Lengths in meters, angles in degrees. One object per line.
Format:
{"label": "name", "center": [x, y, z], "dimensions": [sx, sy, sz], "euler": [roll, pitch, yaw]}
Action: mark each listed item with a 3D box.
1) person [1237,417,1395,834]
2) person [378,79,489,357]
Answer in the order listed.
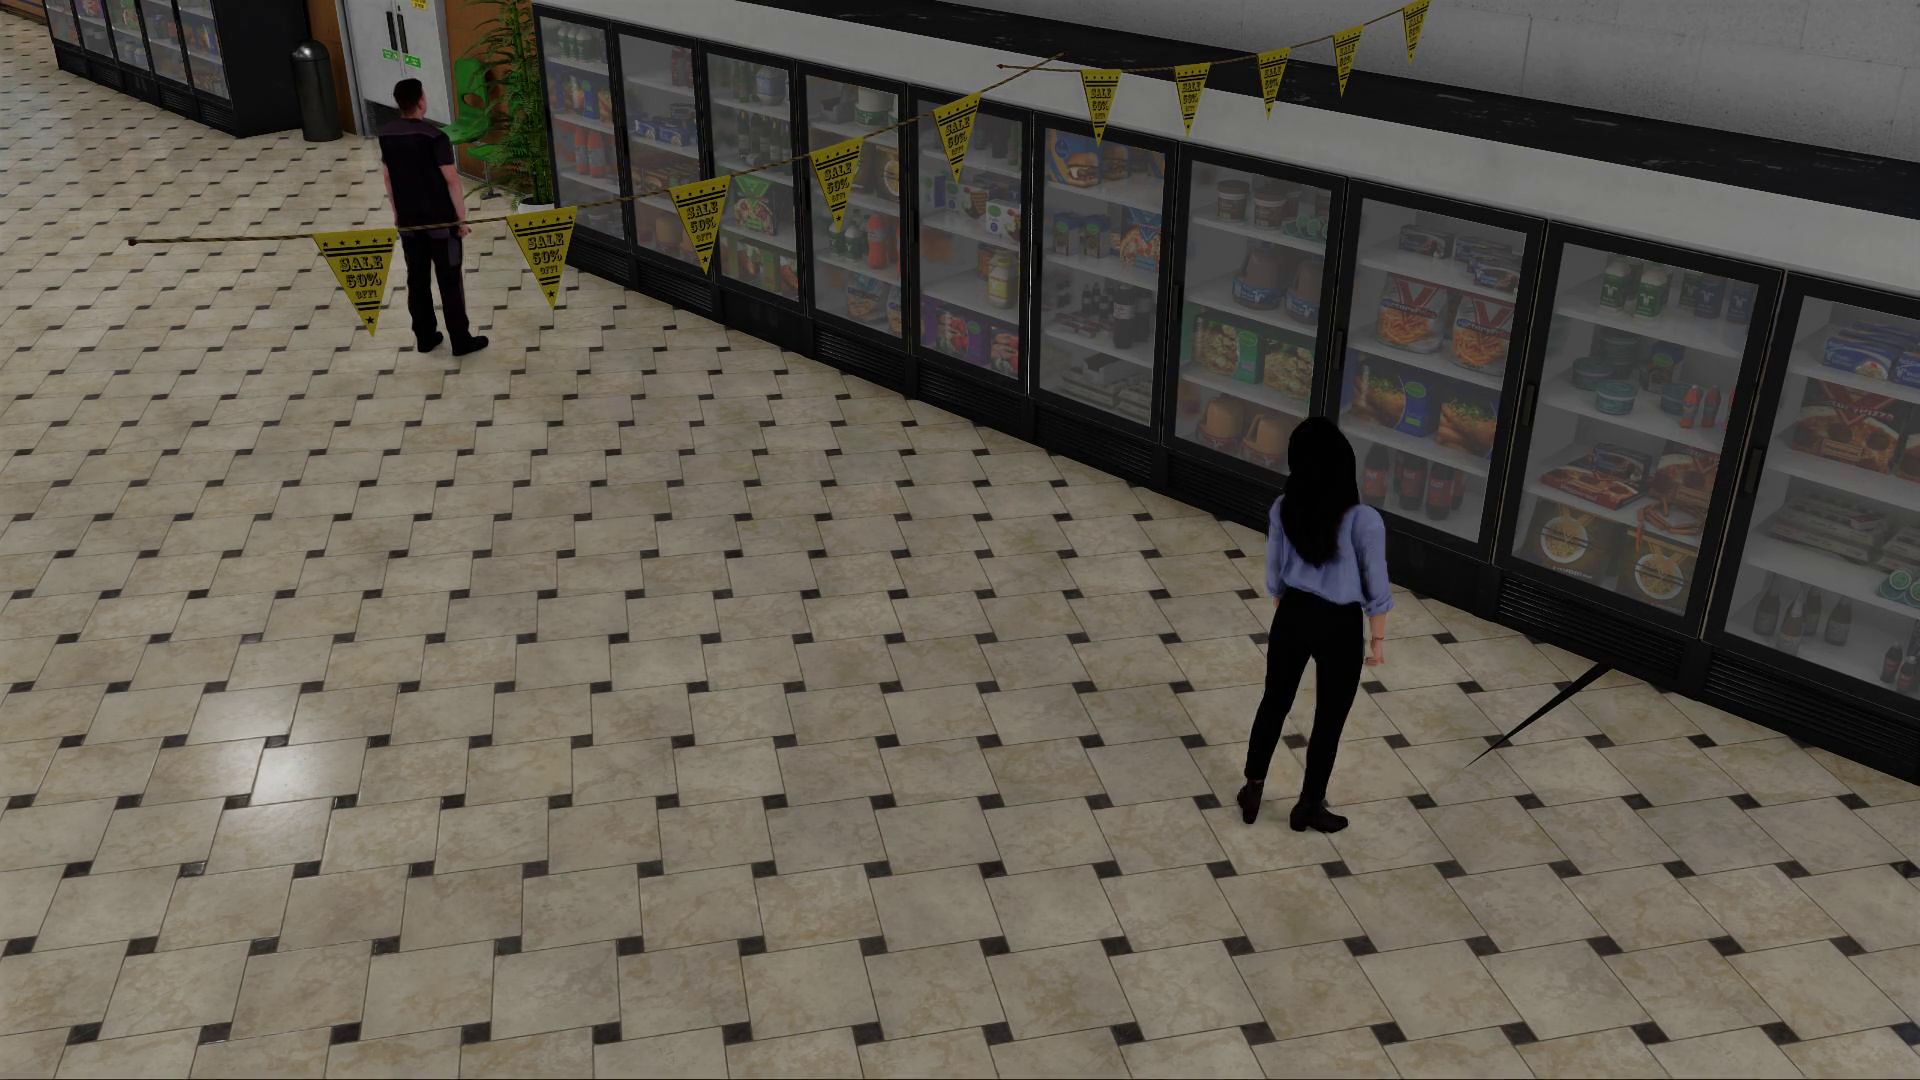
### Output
{"label": "person", "center": [1.374, 0.366, 6.294], "dimensions": [0.585, 1.736, 0.683], "euler": [-16, 31, -28]}
{"label": "person", "center": [-3.566, -2.150, 11.135], "dimensions": [0.807, 1.846, 0.772], "euler": [8, 28, 16]}
